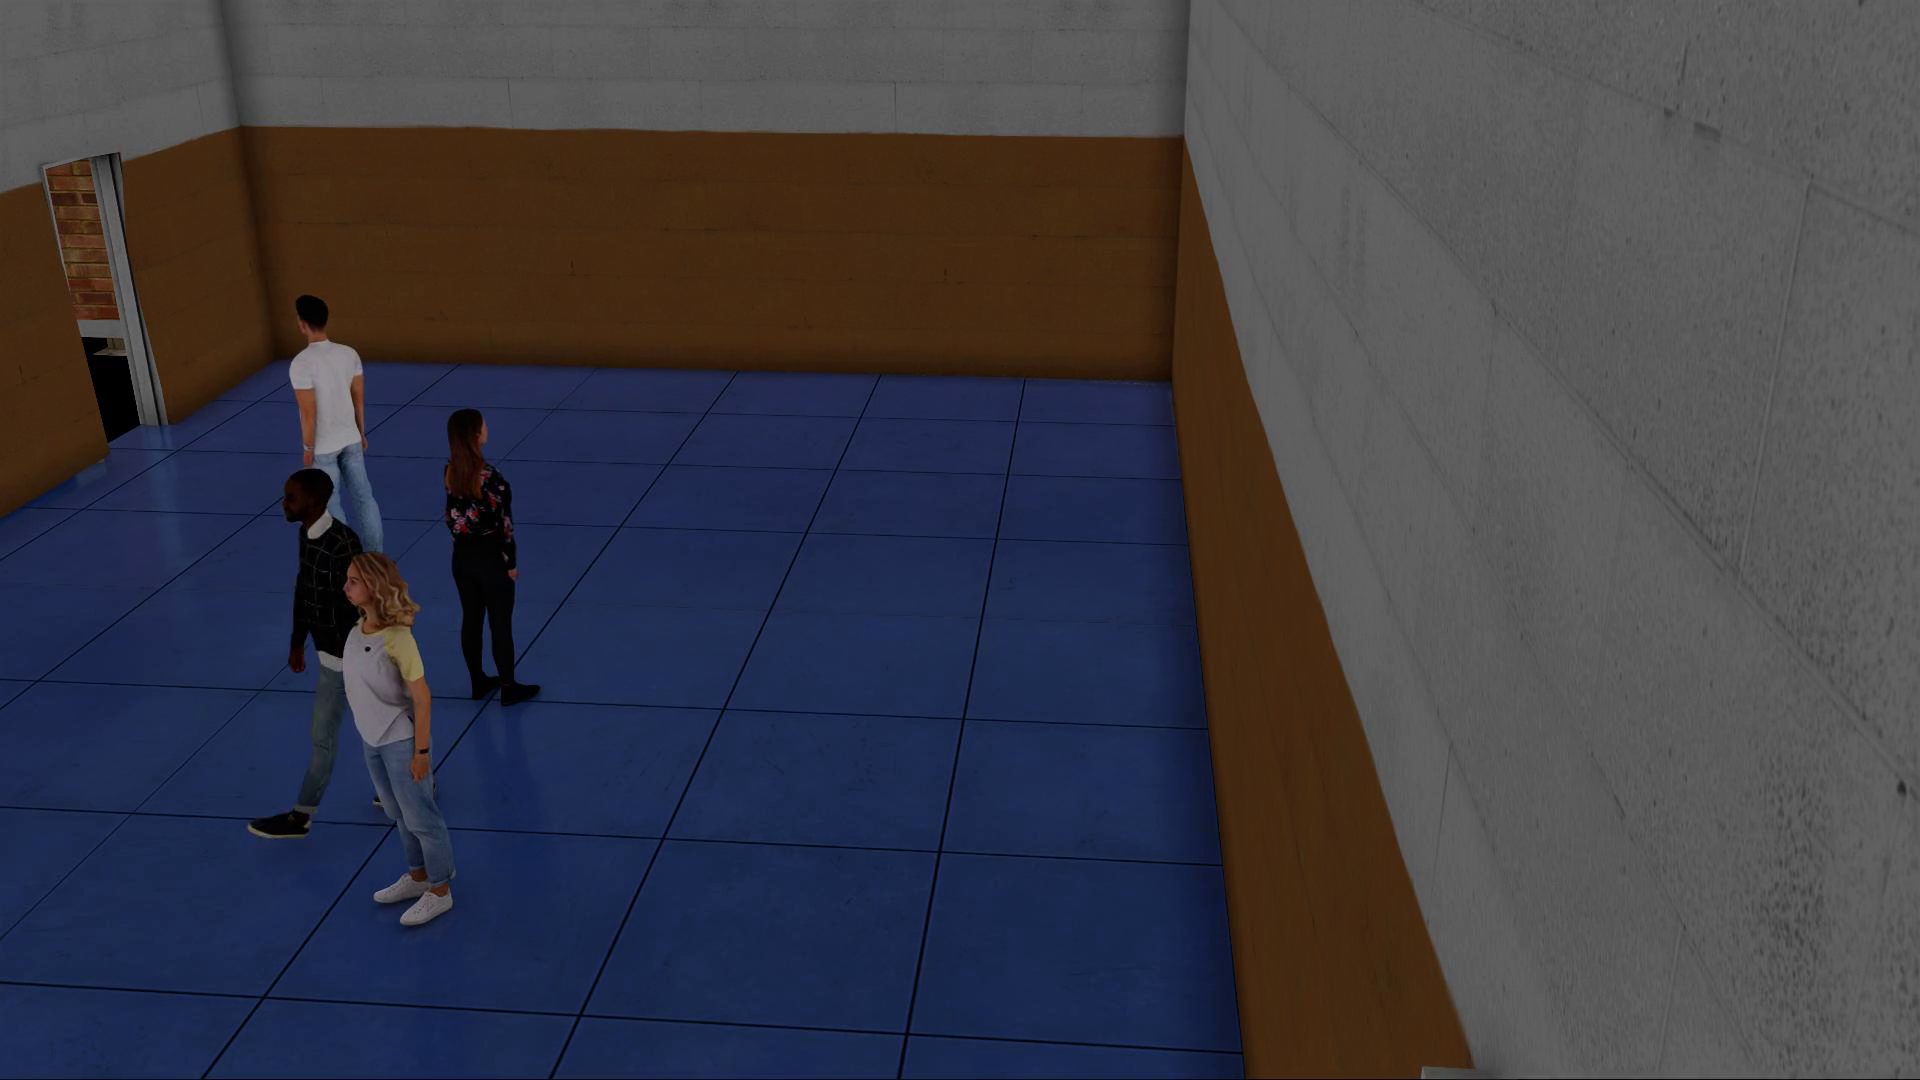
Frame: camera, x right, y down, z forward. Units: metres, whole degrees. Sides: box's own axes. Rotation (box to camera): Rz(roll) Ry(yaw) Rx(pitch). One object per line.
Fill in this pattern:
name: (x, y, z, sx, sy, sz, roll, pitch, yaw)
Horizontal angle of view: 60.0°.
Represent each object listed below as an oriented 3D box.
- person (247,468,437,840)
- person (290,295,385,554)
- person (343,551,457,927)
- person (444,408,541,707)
person: (-2.816, 0.511, 7.884, 1.248, 1.778, 1.164, -16, 27, -35)
person: (-4.014, -0.645, 10.648, 0.712, 1.862, 0.748, 12, 25, 28)
person: (-2.399, 0.845, 7.108, 0.765, 1.722, 0.687, -20, 29, -41)
person: (-2.601, 0.095, 9.048, 0.578, 1.683, 0.699, 12, 25, 27)
